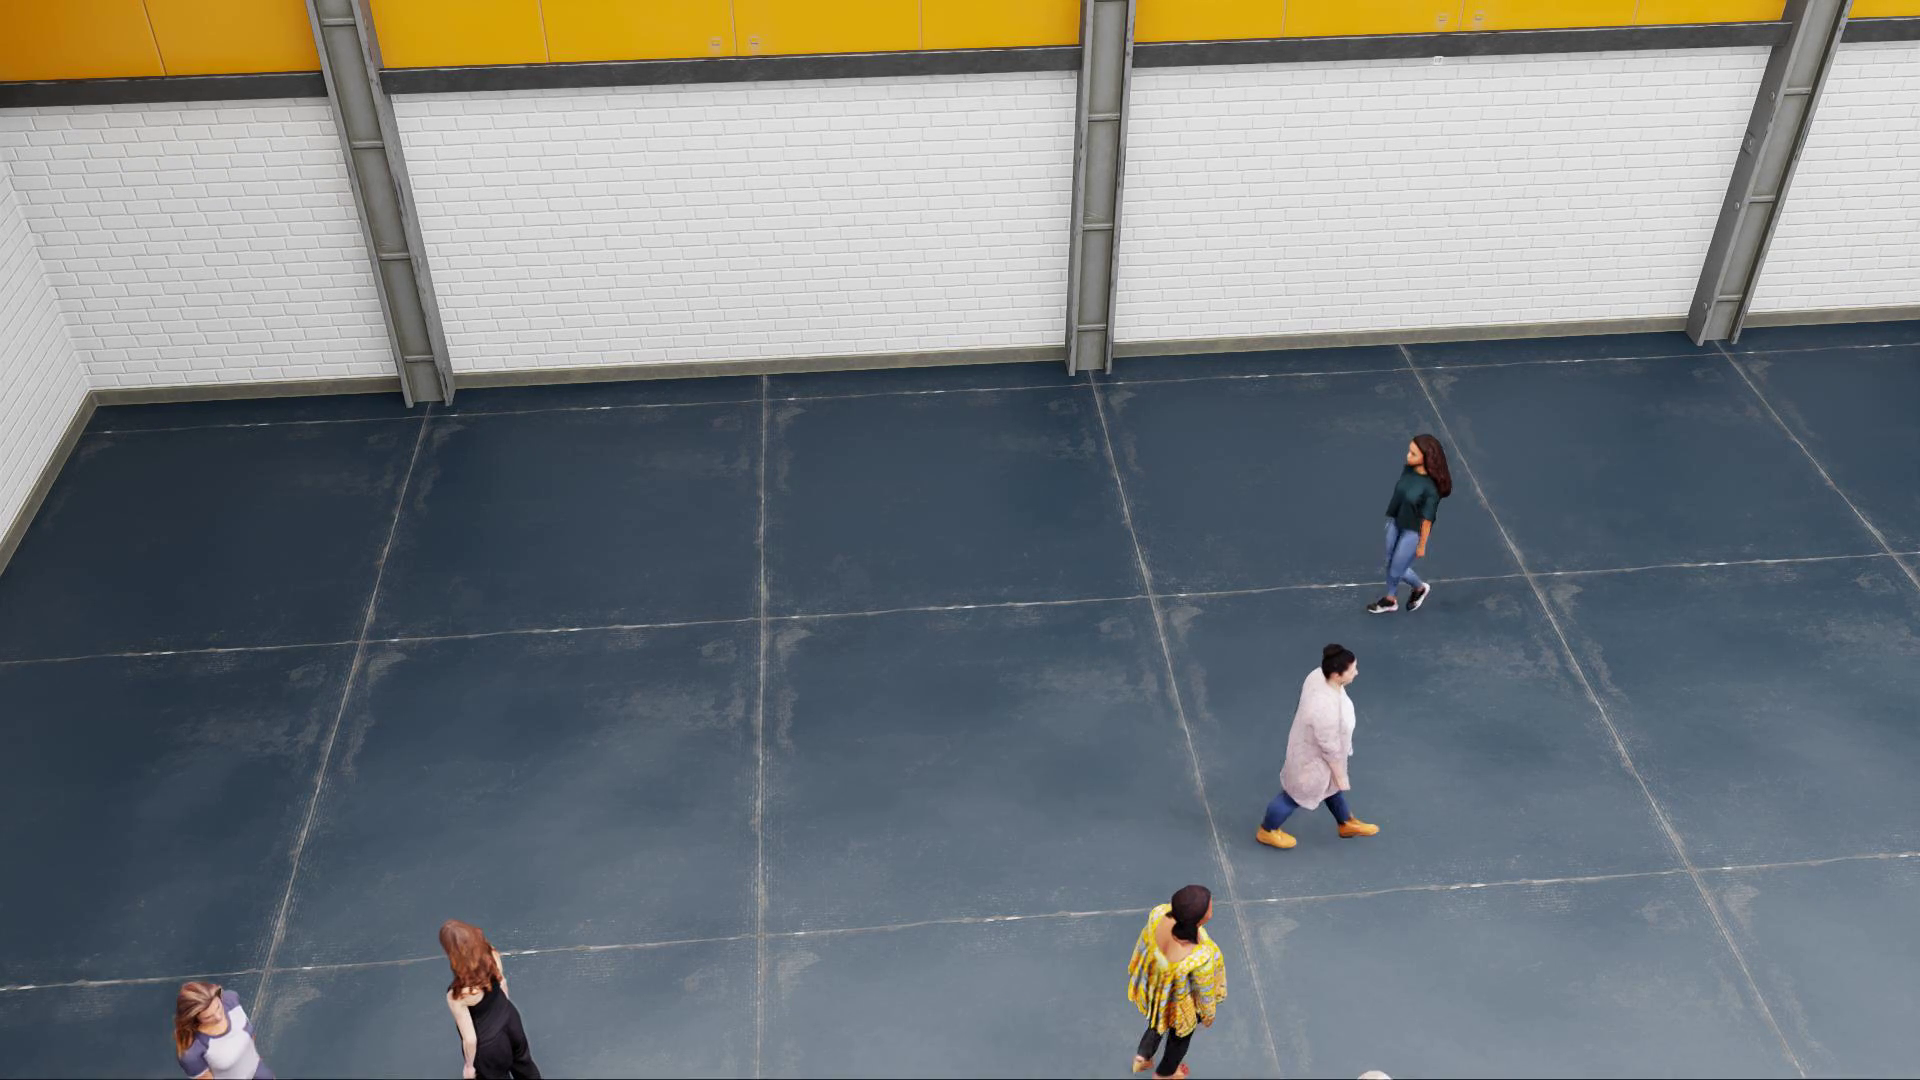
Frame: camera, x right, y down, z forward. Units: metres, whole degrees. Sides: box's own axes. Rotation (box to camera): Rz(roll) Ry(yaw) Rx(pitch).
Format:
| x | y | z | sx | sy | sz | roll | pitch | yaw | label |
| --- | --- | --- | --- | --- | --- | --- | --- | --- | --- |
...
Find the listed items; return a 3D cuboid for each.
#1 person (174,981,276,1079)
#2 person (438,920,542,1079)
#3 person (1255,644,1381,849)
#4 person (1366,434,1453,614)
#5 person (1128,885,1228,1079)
| x | y | z | sx | sy | sz | roll | pitch | yaw | label |
| --- | --- | --- | --- | --- | --- | --- | --- | --- | --- |
| -3.842 | 2.801 | 8.600 | 1.212 | 1.661 | 0.938 | 13 | 40 | 16 | person |
| -2.459 | 2.610 | 8.772 | 0.636 | 1.744 | 0.654 | 11 | 40 | 14 | person |
| 2.144 | 1.324 | 10.411 | 1.109 | 1.709 | 0.893 | 10 | 40 | 12 | person |
| 3.376 | -0.099 | 12.273 | 0.738 | 1.608 | 0.666 | -12 | 40 | -14 | person |
| 1.114 | 2.473 | 9.025 | 0.903 | 1.643 | 0.861 | -22 | 44 | -25 | person |
